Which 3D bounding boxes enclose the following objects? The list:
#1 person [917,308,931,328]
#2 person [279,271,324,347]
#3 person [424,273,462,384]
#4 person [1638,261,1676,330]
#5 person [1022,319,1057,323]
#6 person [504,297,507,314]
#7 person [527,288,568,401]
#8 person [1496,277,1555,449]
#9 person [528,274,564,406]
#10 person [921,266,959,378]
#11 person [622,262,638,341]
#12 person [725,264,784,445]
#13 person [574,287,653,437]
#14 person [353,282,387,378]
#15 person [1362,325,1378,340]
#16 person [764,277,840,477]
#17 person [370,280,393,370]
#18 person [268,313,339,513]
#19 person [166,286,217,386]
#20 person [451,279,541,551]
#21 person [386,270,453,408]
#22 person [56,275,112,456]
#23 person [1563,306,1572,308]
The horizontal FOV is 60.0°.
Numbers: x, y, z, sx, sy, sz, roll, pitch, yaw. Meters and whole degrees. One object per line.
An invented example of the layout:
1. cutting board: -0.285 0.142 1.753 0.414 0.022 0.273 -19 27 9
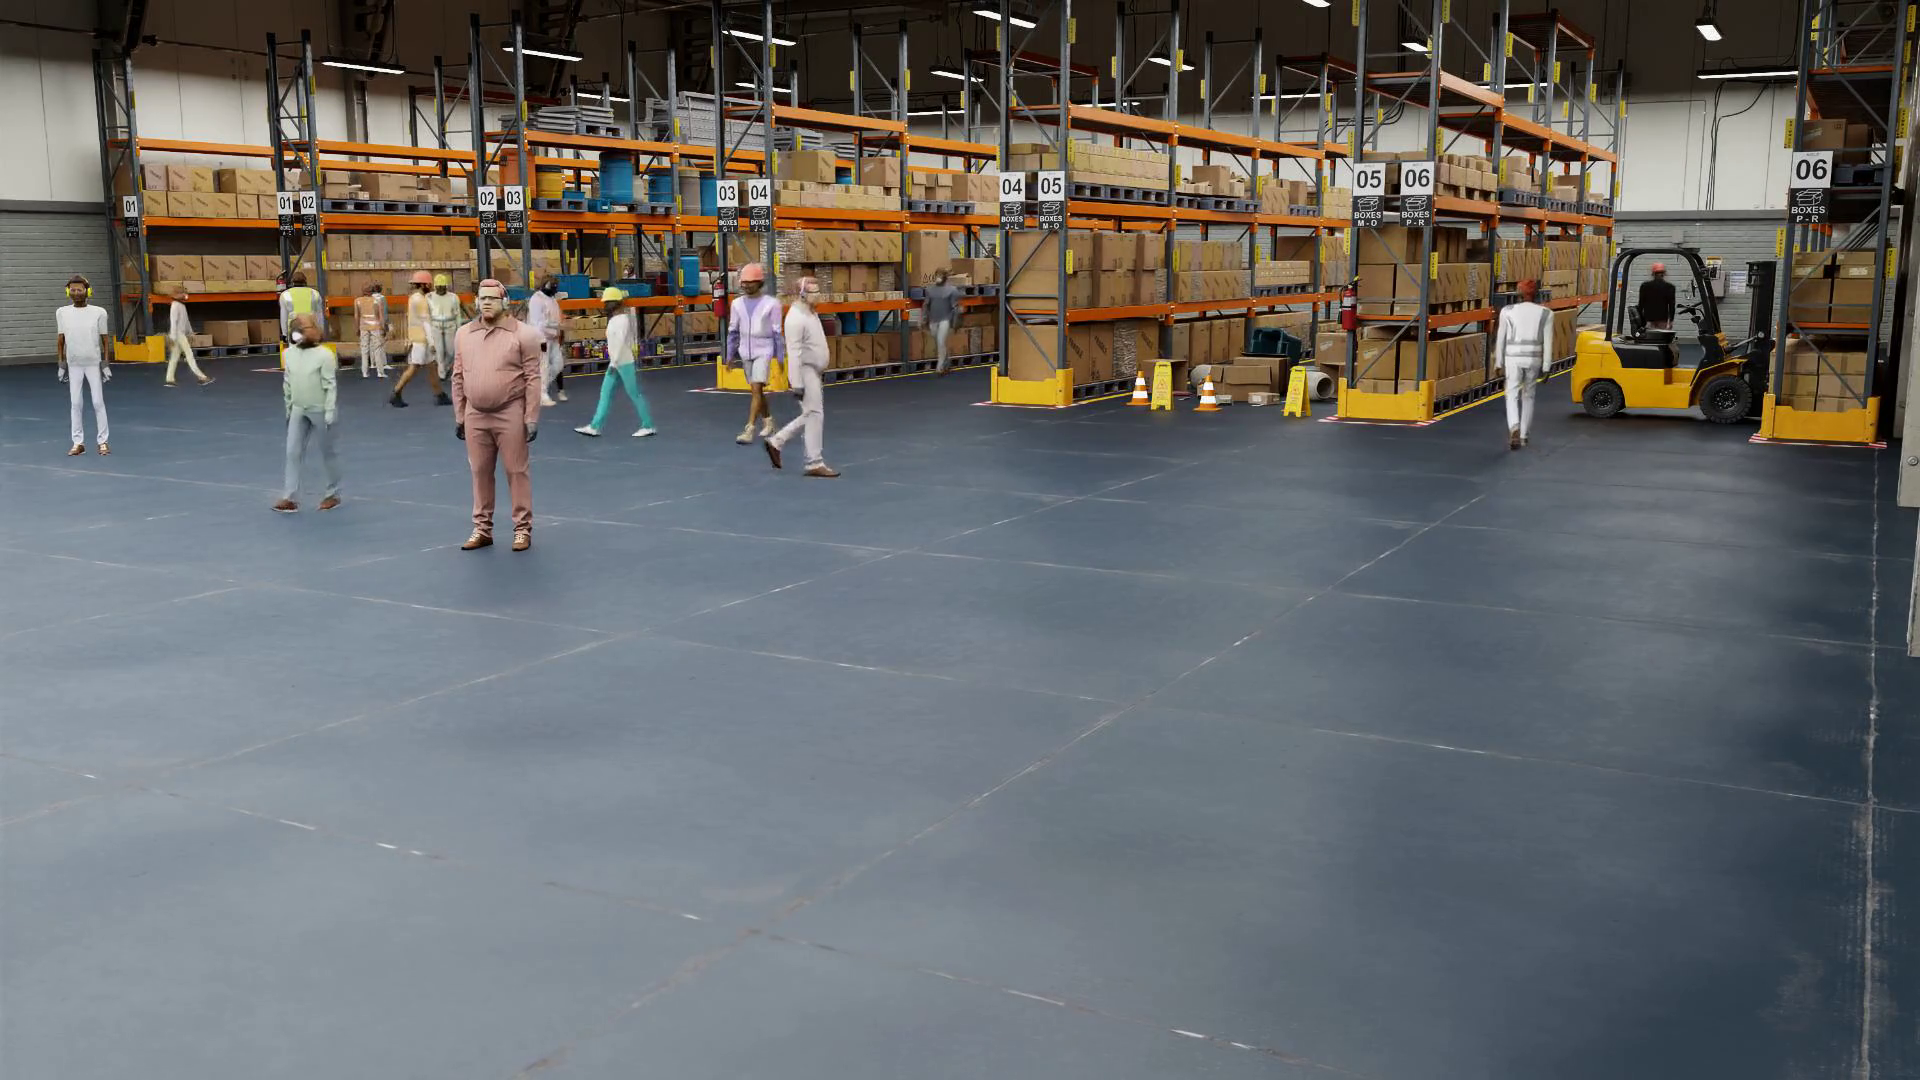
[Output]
1. person: -0.630 -4.826 35.037 0.650 1.863 0.986 6 12 33
2. person: -10.019 -3.164 25.347 0.621 1.845 0.429 -5 11 -28
3. person: -8.431 -3.440 27.104 0.598 1.801 0.573 -4 10 -21
4. person: 12.321 -3.933 29.440 0.623 1.981 0.561 4 11 23
5. person: 1.373 -3.829 29.018 0.605 1.933 0.924 4 10 22
6. person: -5.877 -2.321 20.933 0.540 1.670 0.787 7 12 35
7. person: -5.821 -2.740 23.489 0.558 1.633 0.812 -1 10 -6
8. person: 6.086 -1.901 17.930 0.575 1.857 0.856 2 10 12
9. person: -5.743 -2.759 23.033 0.432 1.822 0.653 2 10 13
10. person: -0.295 -3.738 28.540 0.638 1.909 0.916 5 11 28
11. person: -7.117 -5.036 36.022 0.629 1.940 0.373 9 13 41
12. person: -2.298 -2.091 18.645 0.636 1.991 1.050 4 10 21
13. person: -3.933 -2.011 18.966 0.894 1.719 0.530 -6 11 -31
14. person: -10.024 -3.557 28.263 0.530 1.633 0.311 -1 10 -4
15. person: 9.033 -5.077 36.507 0.509 1.860 0.333 2 10 13
16. person: -1.495 -1.531 15.648 0.687 1.882 0.654 1 10 6
17. person: -10.661 -3.936 30.462 0.523 1.637 0.306 6 11 32
18. person: -5.285 -1.005 13.366 0.523 1.600 0.752 2 10 13
19. person: -12.289 -3.236 26.461 0.818 1.589 0.526 -2 10 -12
20. person: -3.279 -0.872 11.725 0.647 1.913 0.409 1 10 7
21. person: -7.469 -2.765 22.889 0.981 1.894 0.559 -6 11 -30
22. person: -9.138 -1.814 17.350 0.513 1.876 0.328 -3 10 -18
23. person: 13.205 -5.182 36.578 0.684 2.000 0.659 -9 13 -42
